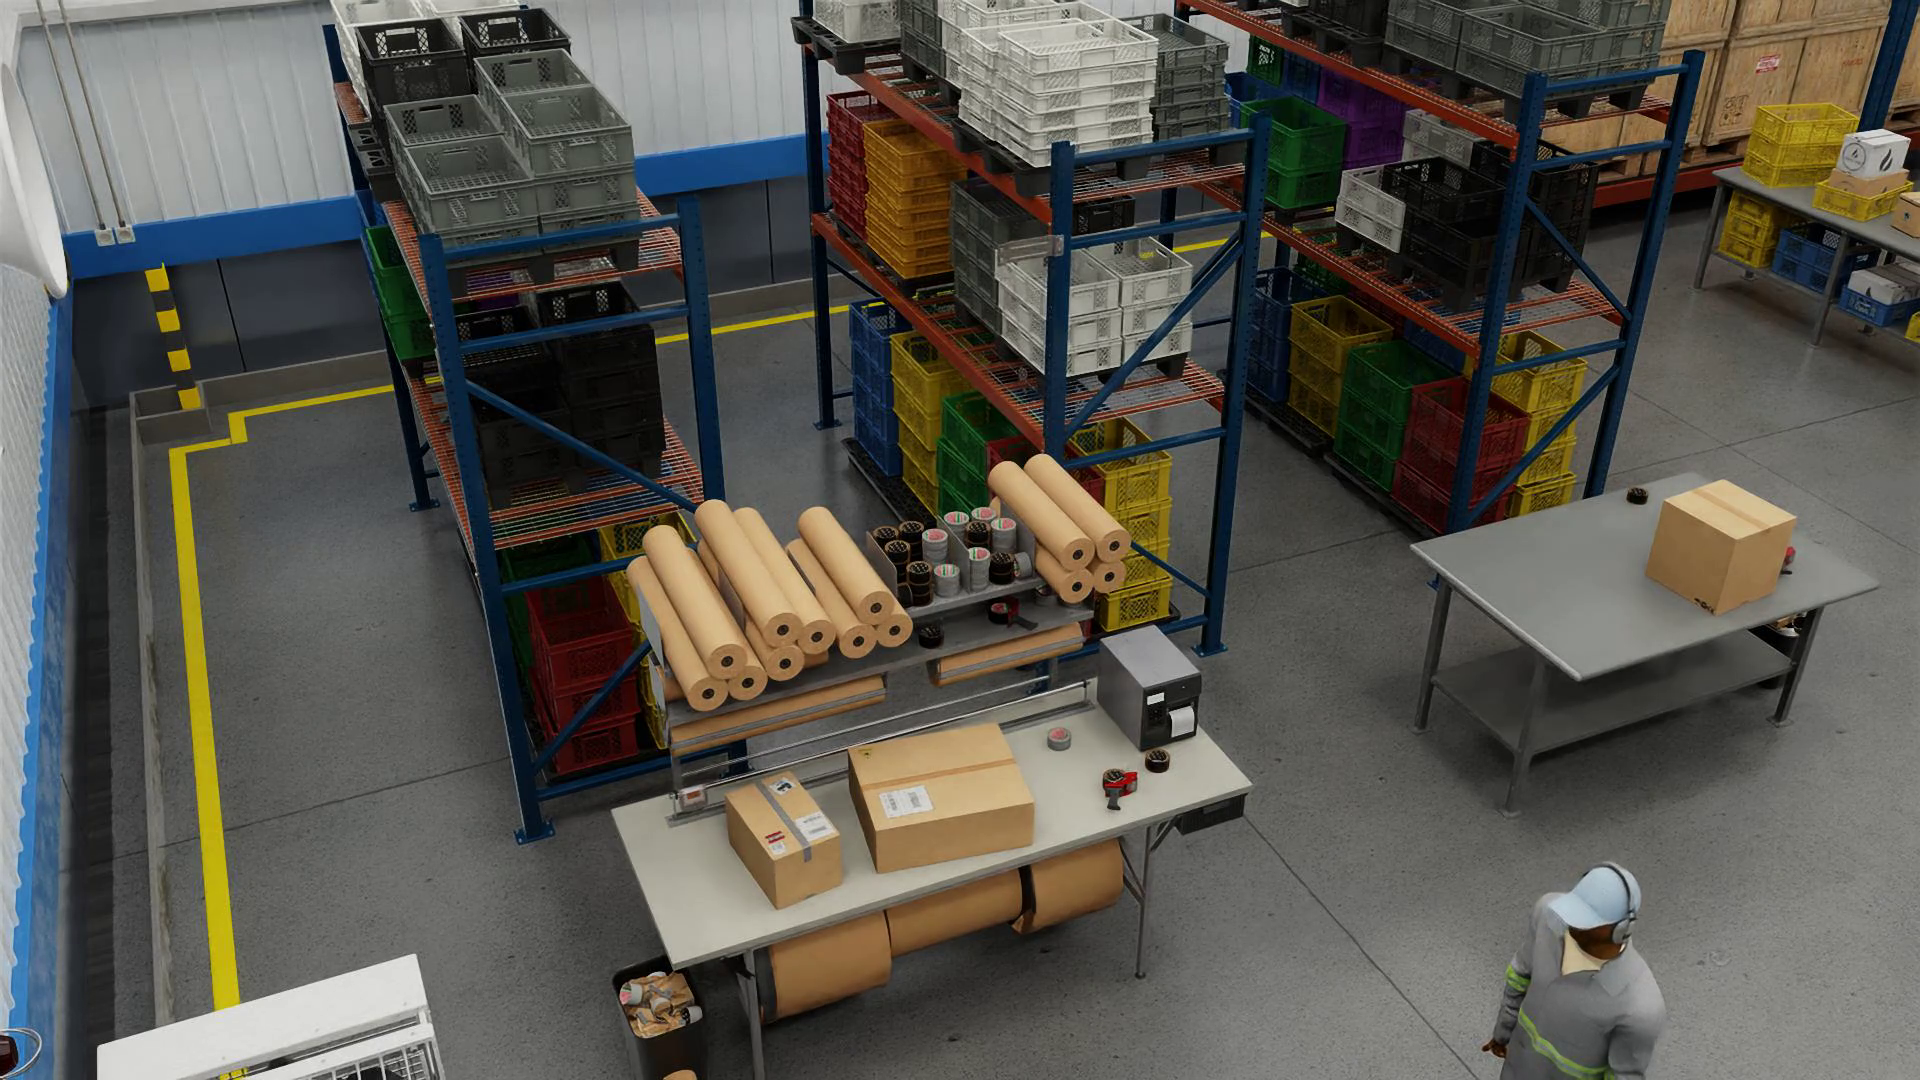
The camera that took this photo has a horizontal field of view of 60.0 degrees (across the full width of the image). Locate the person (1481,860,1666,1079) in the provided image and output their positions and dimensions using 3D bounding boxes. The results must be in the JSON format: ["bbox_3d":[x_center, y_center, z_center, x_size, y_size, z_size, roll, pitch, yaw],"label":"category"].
[{"bbox_3d":[1.980,1.789,5.556,0.368,1.852,0.588,-12,34,-19],"label":"person"}]
